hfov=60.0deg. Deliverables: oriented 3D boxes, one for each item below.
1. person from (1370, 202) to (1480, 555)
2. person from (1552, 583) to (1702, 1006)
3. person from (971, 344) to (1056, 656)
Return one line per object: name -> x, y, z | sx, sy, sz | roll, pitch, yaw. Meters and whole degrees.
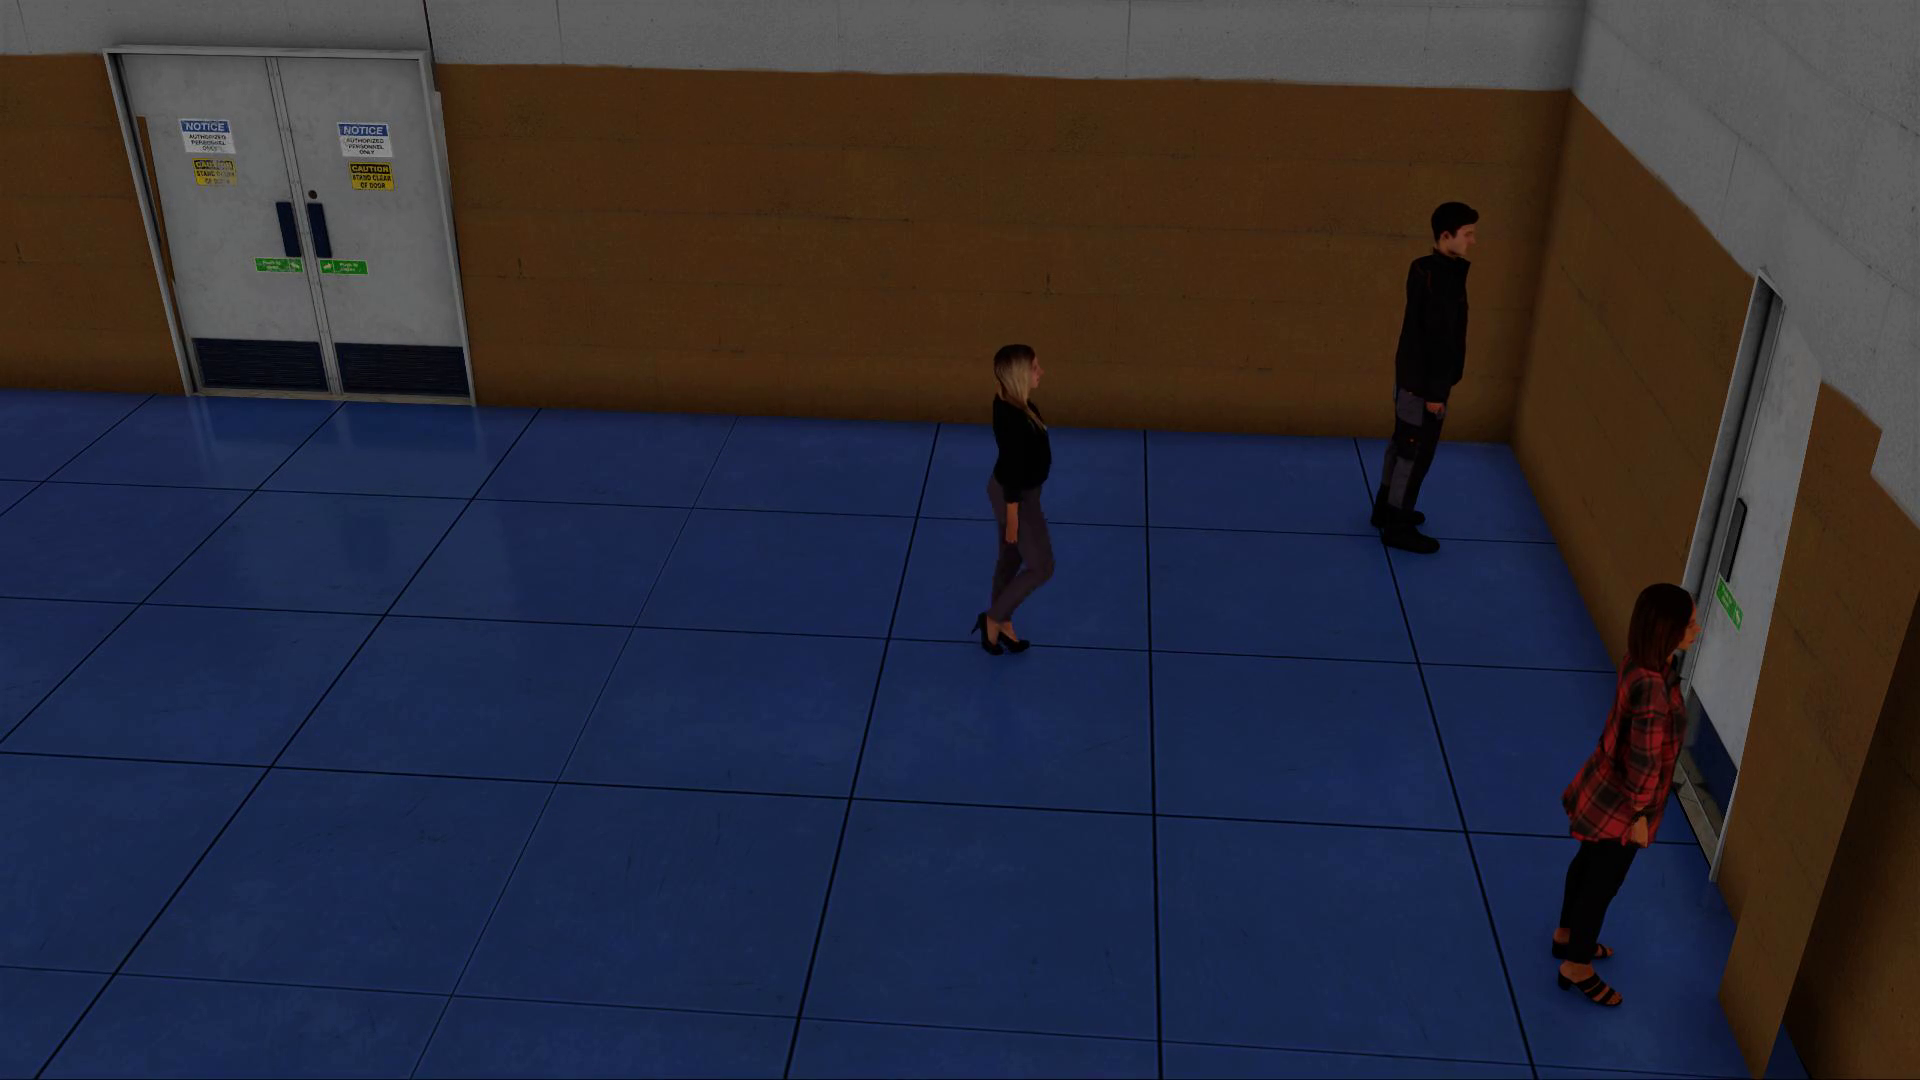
person -> 2.522, -0.892, 9.037 | 0.748, 1.944, 0.512 | 2, 29, 3
person -> 2.385, 0.905, 5.997 | 0.709, 1.703, 0.554 | 8, 30, 14
person -> 0.180, -0.150, 7.973 | 0.728, 1.662, 0.633 | -5, 29, -9
